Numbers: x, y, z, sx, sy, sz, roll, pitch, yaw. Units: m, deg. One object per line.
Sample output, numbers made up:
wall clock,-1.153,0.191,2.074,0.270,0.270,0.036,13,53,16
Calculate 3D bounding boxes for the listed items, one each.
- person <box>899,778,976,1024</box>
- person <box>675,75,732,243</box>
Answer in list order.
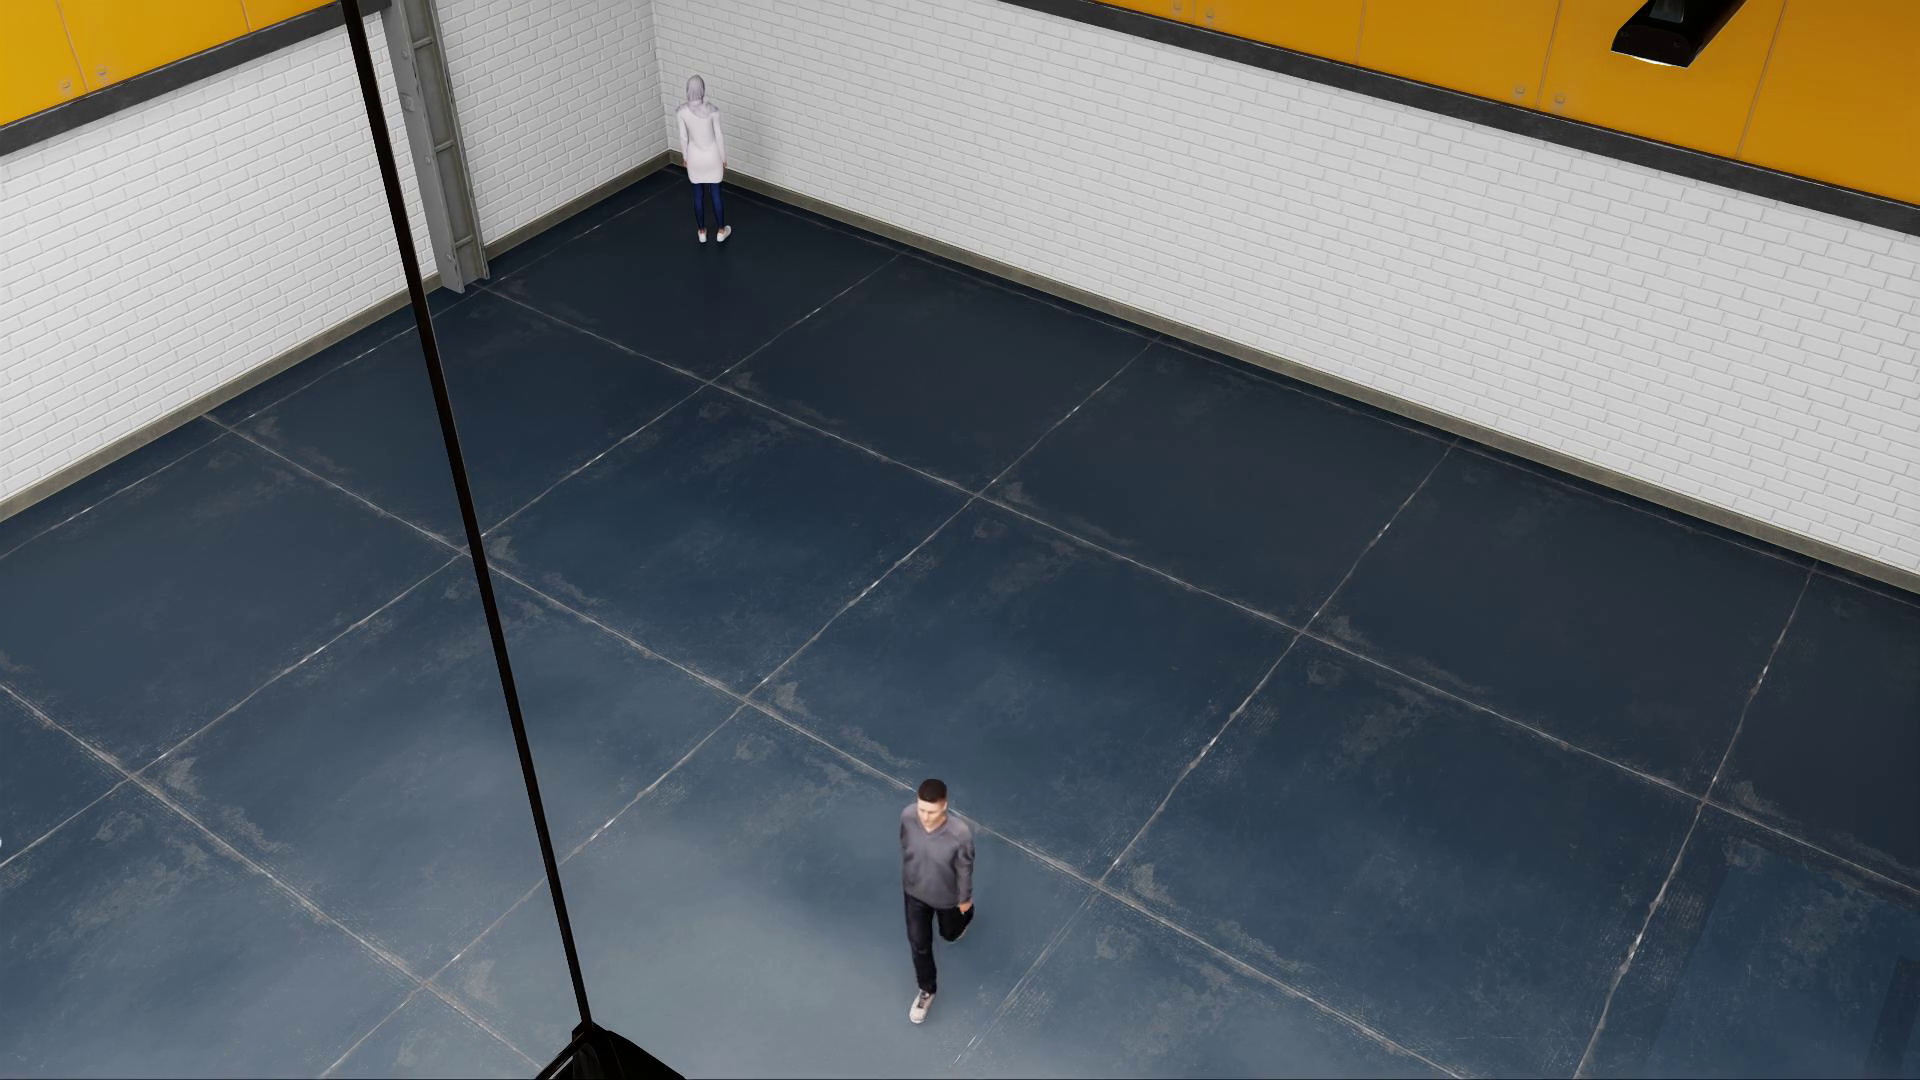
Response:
person,-0.117,1.970,9.651,0.804,1.738,1.118,12,40,15
person,-2.608,-3.874,16.938,0.690,1.776,0.706,1,39,1
